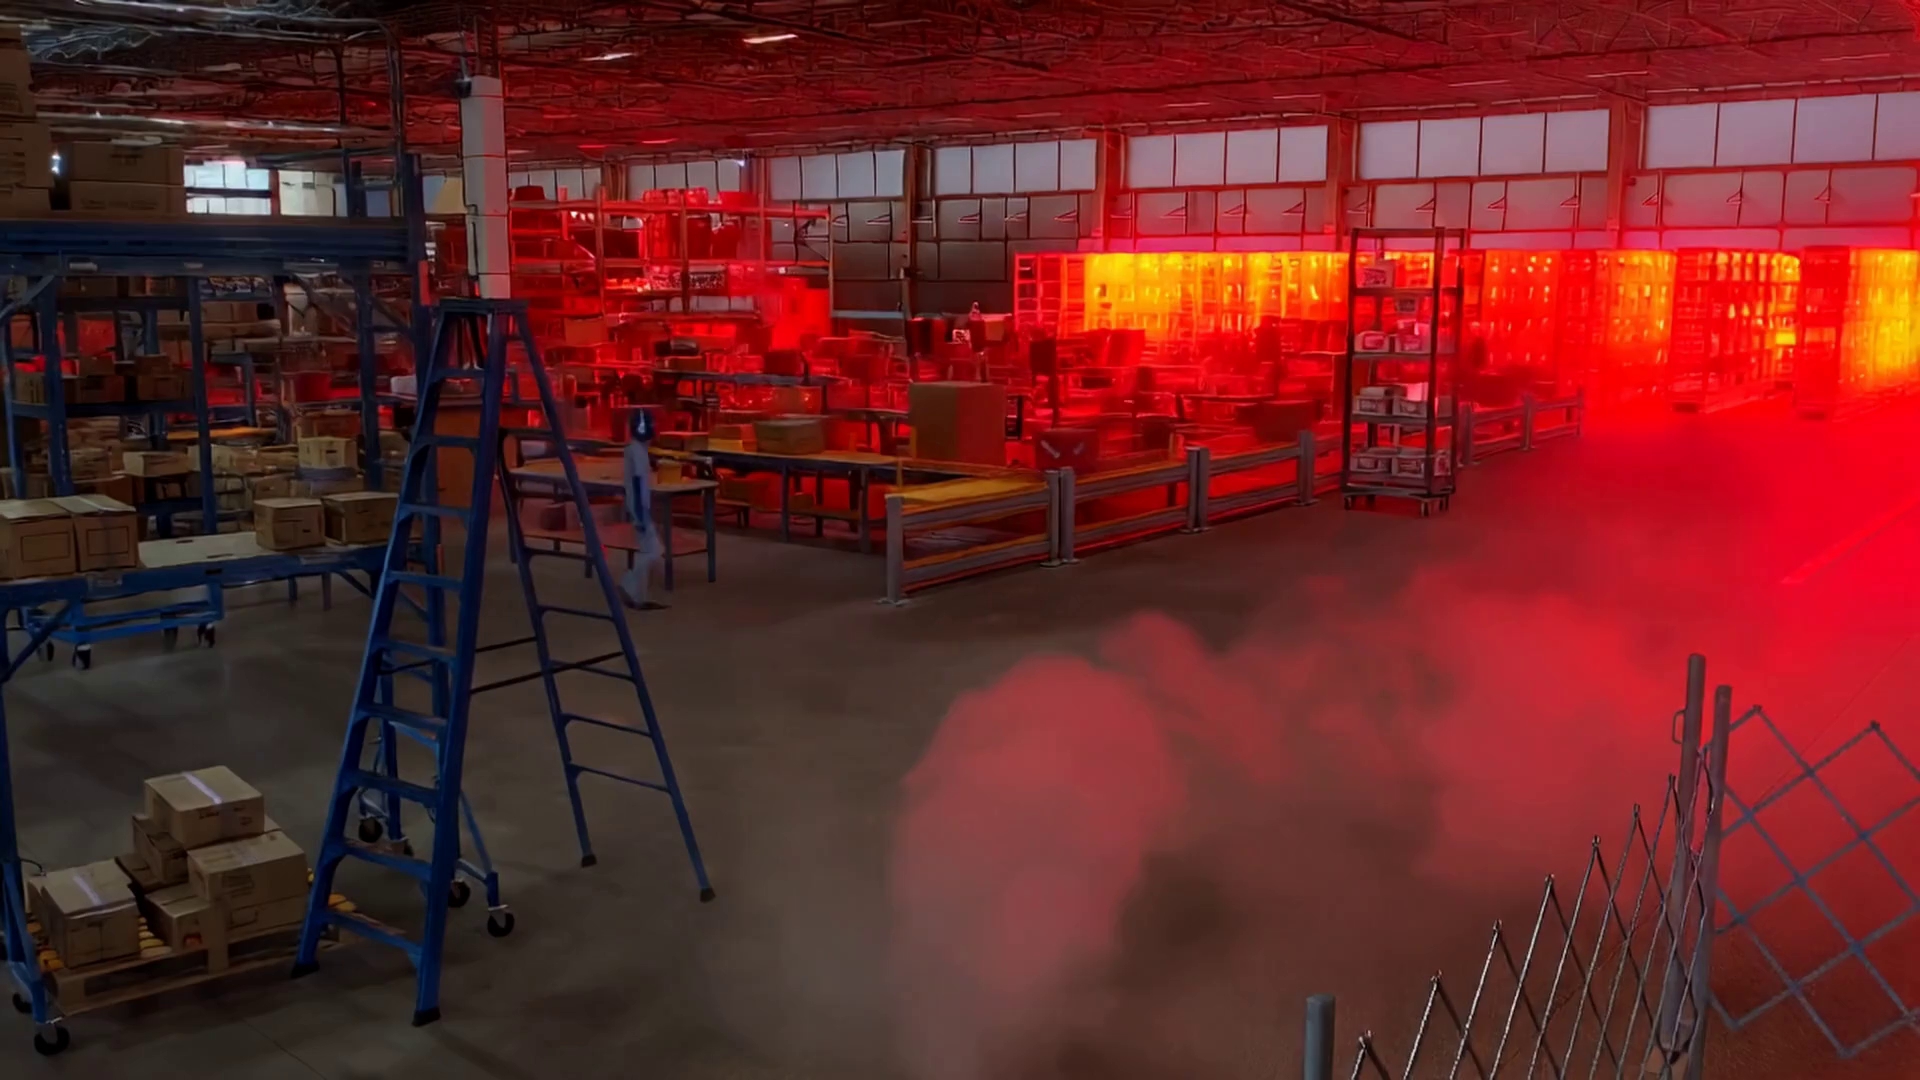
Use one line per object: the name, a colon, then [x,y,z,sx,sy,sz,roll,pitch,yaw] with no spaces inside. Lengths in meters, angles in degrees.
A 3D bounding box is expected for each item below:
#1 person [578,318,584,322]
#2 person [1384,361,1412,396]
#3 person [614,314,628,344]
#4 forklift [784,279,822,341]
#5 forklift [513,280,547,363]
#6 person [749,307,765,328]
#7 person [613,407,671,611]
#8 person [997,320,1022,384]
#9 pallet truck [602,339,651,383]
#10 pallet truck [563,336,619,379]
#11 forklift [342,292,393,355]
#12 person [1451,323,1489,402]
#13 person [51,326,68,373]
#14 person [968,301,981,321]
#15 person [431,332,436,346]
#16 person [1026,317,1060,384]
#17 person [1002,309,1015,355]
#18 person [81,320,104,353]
person: [-14.284,-8.017,63.248,0.636,1.867,0.985,5,10,28]
person: [10.414,-4.174,39.494,0.599,1.777,0.918,-8,12,-41]
person: [-10.496,-6.150,51.848,0.647,1.789,0.837,5,10,26]
forklift: [-6.213,-8.486,62.994,1.129,2.768,1.873,7,11,37]
forklift: [-13.921,-6.704,51.874,1.129,2.768,1.873,7,11,37]
person: [-6.757,-6.845,55.730,0.613,1.931,0.504,7,12,38]
person: [-2.857,-0.258,14.842,0.445,1.853,0.537,-2,9,-9]
person: [1.371,-4.995,44.556,0.754,1.814,0.574,6,11,33]
pallet truck: [-8.991,-4.871,45.351,0.653,1.274,1.630,7,11,37]
pallet truck: [-10.690,-5.294,48.215,1.601,1.201,0.680,-5,10,-26]
forklift: [-16.485,-5.622,45.120,1.129,2.768,1.873,7,11,37]
person: [11.476,-3.856,37.004,0.649,1.937,1.044,-7,12,-38]
person: [-25.623,-5.352,47.494,0.507,1.575,0.908,8,12,40]
person: [0.604,-8.706,67.299,0.543,1.939,0.361,-2,9,-14]
person: [-14.722,-5.267,46.605,0.457,1.678,0.556,5,11,30]
person: [2.225,-5.114,45.157,1.026,1.845,0.653,7,12,39]
person: [1.803,-7.735,61.882,0.485,1.735,0.343,-1,9,-9]
person: [-21.259,-4.431,40.717,0.640,1.909,0.409,3,10,21]
